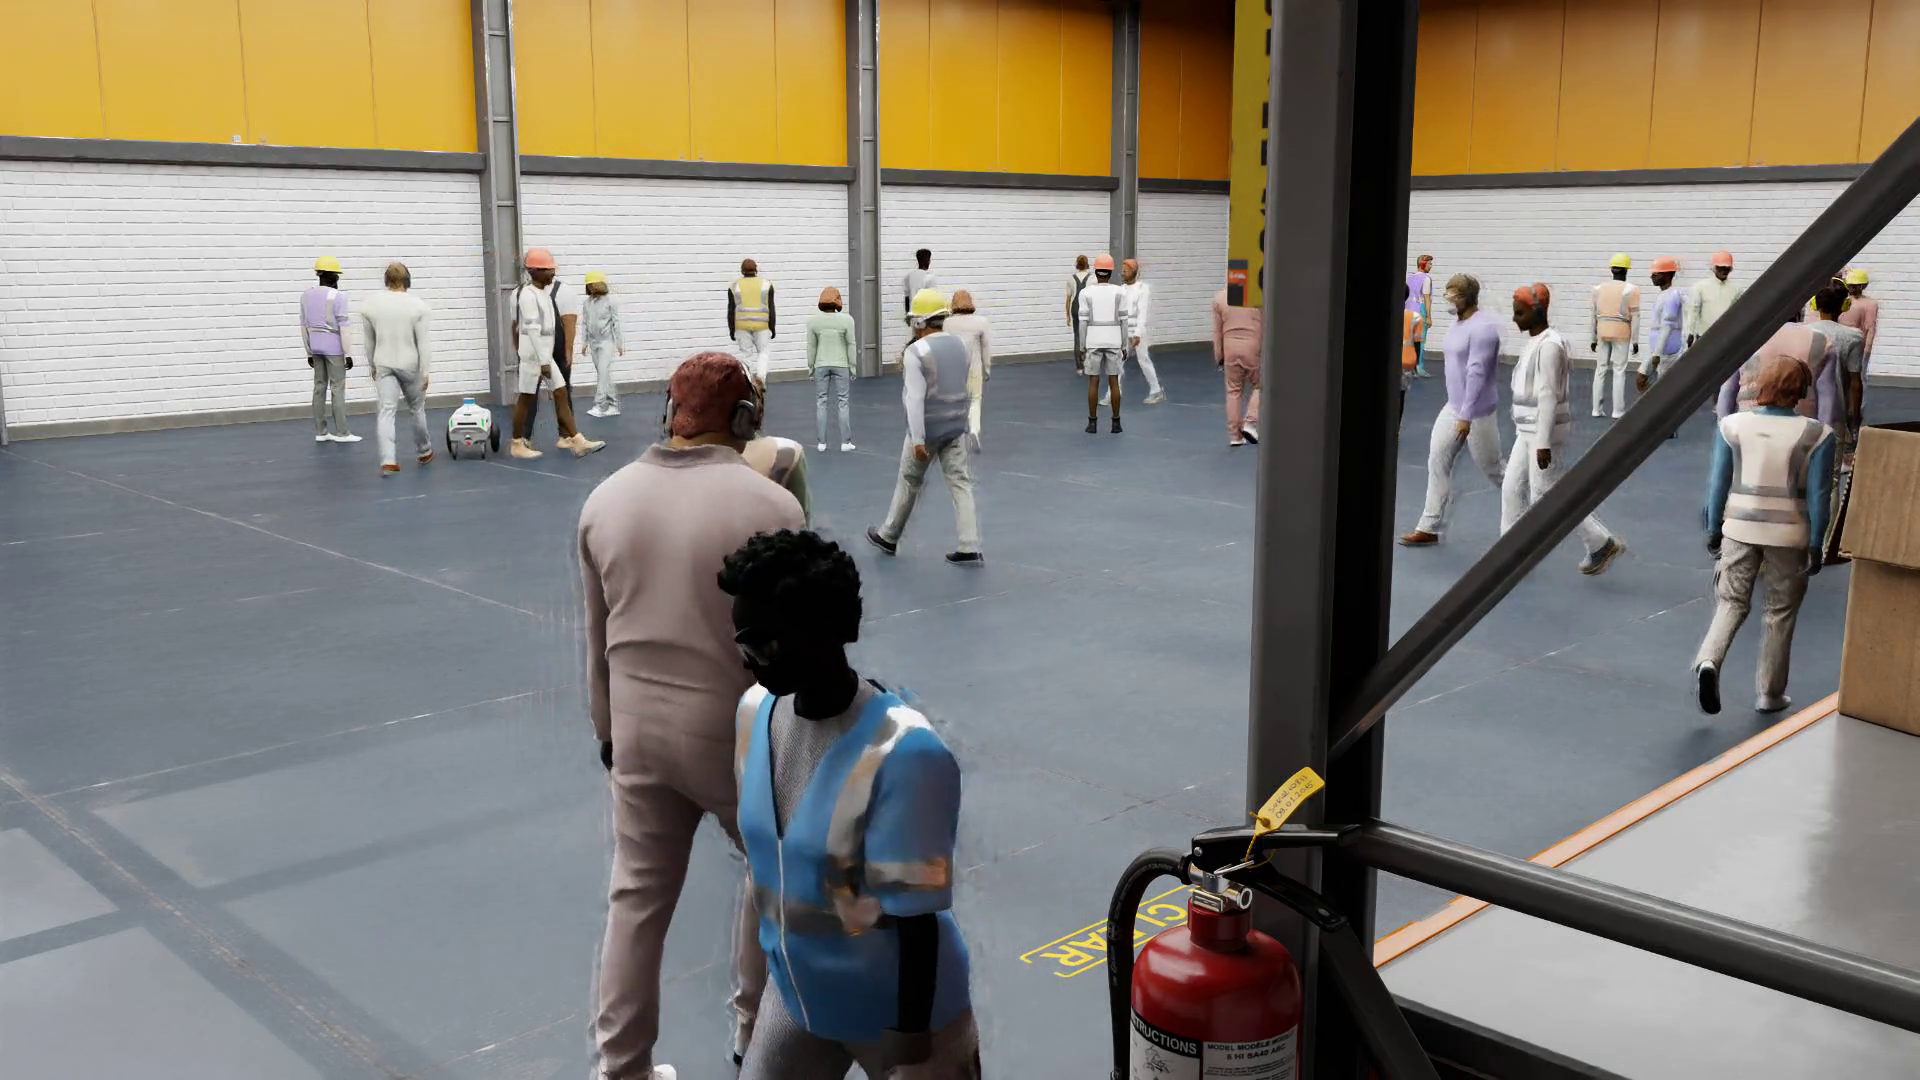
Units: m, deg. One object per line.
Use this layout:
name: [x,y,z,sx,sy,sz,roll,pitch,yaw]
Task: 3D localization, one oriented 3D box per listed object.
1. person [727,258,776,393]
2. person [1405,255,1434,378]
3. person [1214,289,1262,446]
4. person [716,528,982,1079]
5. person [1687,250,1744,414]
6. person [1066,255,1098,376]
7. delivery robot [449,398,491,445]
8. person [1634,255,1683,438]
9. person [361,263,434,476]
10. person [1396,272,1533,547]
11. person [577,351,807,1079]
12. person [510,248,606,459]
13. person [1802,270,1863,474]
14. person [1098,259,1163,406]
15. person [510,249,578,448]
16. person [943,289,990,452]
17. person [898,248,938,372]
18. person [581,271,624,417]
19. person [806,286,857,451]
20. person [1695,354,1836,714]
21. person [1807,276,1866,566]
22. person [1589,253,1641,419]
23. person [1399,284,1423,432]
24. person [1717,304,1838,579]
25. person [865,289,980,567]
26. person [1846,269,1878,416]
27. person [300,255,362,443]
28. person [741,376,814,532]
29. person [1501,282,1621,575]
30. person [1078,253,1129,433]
person: [-2.781,-2.832,22.162,0.651,1.827,0.489,-1,10,-5]
person: [6.882,-3.354,24.987,0.390,1.838,0.563,-3,11,-16]
person: [2.891,-1.885,16.822,0.676,1.891,0.431,6,12,29]
person: [-0.226,0.799,2.828,0.590,1.645,0.821,10,14,43]
person: [9.114,-2.532,20.184,0.644,1.962,0.861,1,10,6]
person: [1.895,-3.435,25.430,0.550,1.833,0.532,3,11,15]
delivery robot: [-4.754,-1.138,16.147,0.477,0.478,0.707,-2,11,-11]
person: [7.279,-2.014,17.452,0.610,1.918,0.582,2,11,11]
person: [-5.059,-1.553,15.041,0.633,1.885,1.025,-1,10,-6]
person: [3.557,-0.879,11.369,1.010,1.901,0.643,-2,11,-10]
person: [-0.596,0.470,4.092,0.703,1.850,0.830,5,11,24]
person: [-3.873,-1.741,15.749,1.000,1.994,0.629,1,10,6]
person: [7.592,-1.498,14.788,0.941,1.864,0.692,-3,11,-13]
person: [2.183,-2.611,20.930,0.969,1.847,0.575,-9,14,-40]
person: [-4.117,-1.877,16.377,0.698,2.000,0.992,0,10,2]
person: [0.052,-1.677,16.467,0.505,1.606,0.726,0,10,0]
person: [-0.602,-3.426,25.101,0.607,1.948,0.660,8,13,38]
person: [-4.277,-2.284,19.497,0.496,1.702,0.819,5,12,26]
person: [-1.267,-1.690,16.469,0.498,1.633,0.284,1,10,6]
person: [3.512,0.000,7.299,0.522,1.621,0.635,10,14,43]
person: [5.585,-0.769,10.792,0.518,1.876,0.326,10,14,42]
person: [7.632,-2.368,19.374,0.384,1.923,0.592,-9,14,-41]
person: [4.491,-1.820,17.087,0.537,1.670,0.785,0,10,0]
person: [5.080,-0.662,10.380,0.668,1.823,0.435,4,11,20]
person: [-0.209,-0.738,10.861,0.597,1.780,0.933,-9,14,-41]
person: [10.172,-2.217,19.047,0.773,1.728,0.547,-6,12,-30]
person: [-6.497,-1.957,17.136,0.590,1.923,0.383,4,11,22]
person: [-0.830,0.161,6.438,0.517,1.609,0.750,0,10,0]
person: [3.646,-0.650,10.201,0.784,1.858,0.597,1,10,7]
person: [1.544,-2.114,17.952,0.542,1.939,0.365,0,10,2]
